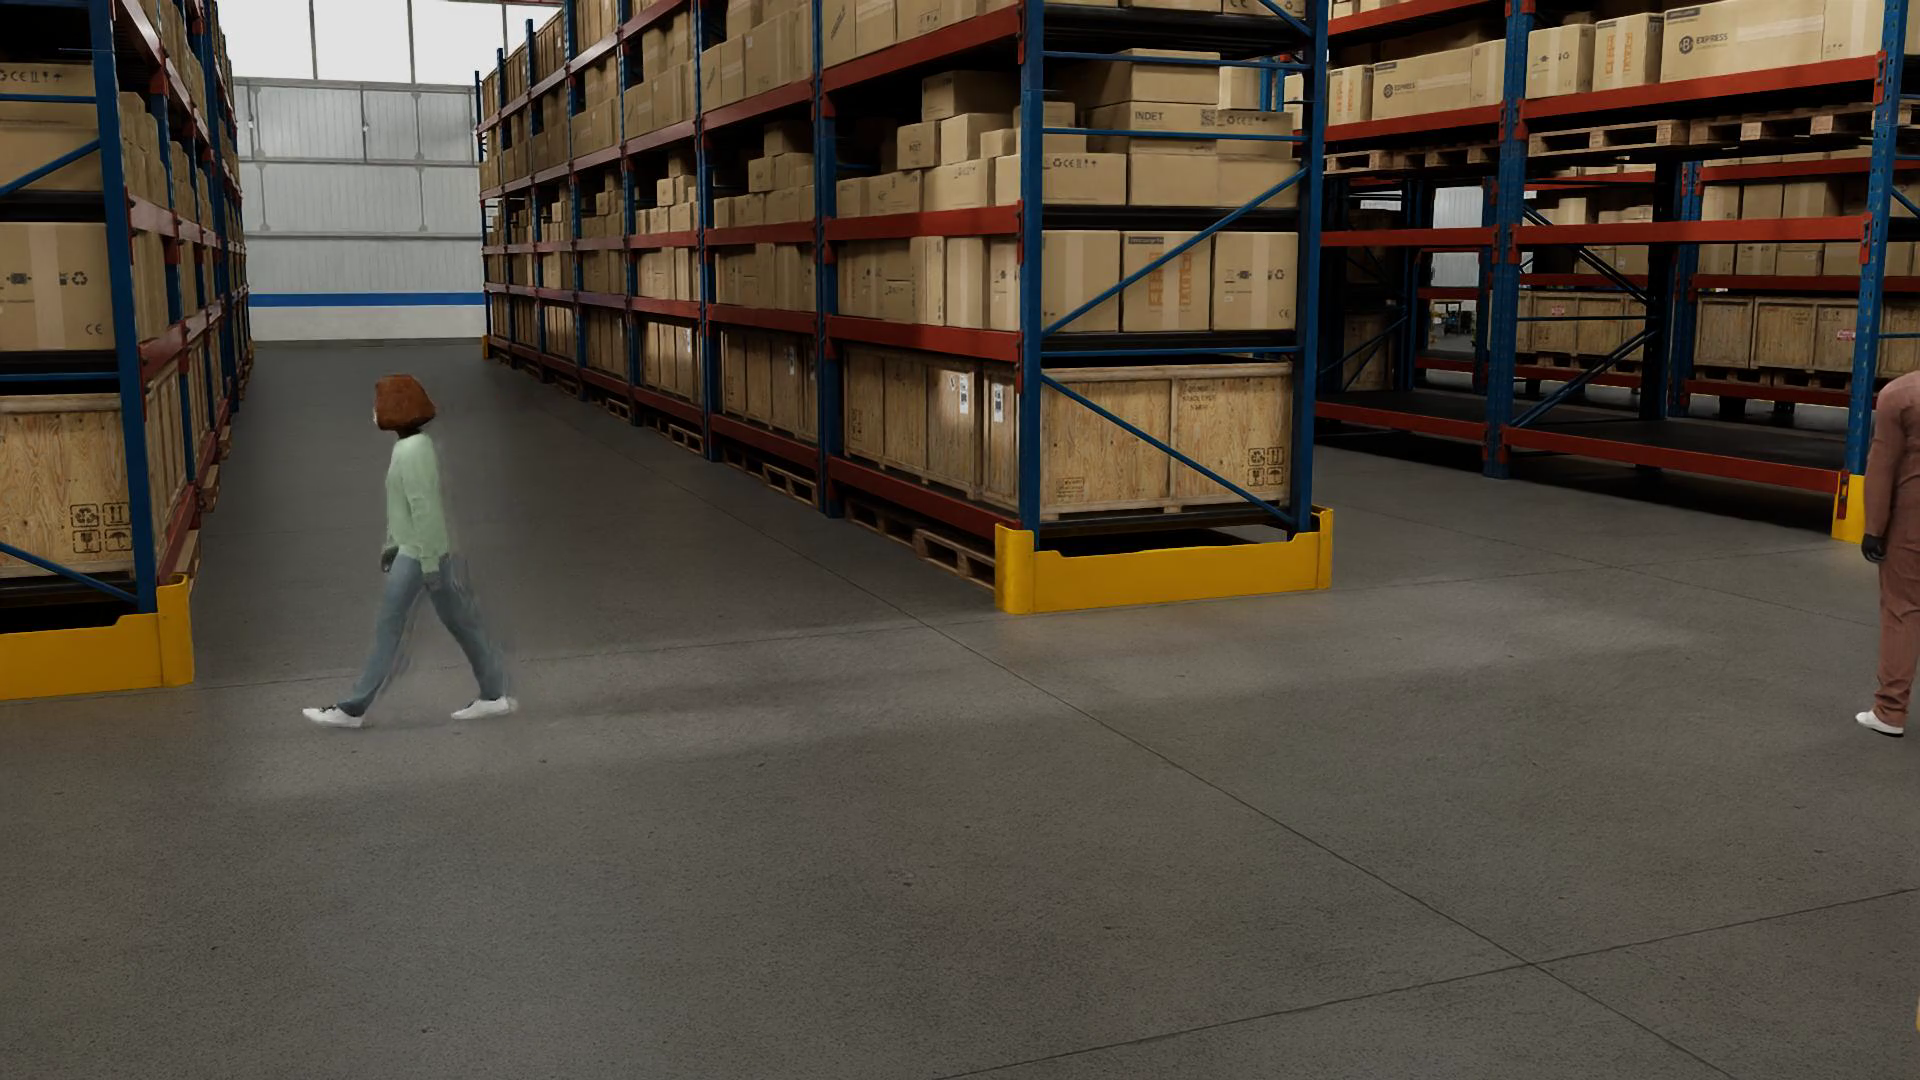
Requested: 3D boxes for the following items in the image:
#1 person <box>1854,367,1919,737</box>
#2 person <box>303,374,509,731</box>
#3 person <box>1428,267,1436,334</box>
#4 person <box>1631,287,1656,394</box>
[{"bbox_3d":[4.268,-0.078,7.279,0.644,1.899,0.396,1,10,4],"label":"person"},{"bbox_3d":[-2.455,0.058,7.383,0.880,1.579,0.512,-2,10,-13],"label":"person"},{"bbox_3d":[10.456,-5.164,37.471,0.466,1.980,0.637,9,13,43],"label":"person"},{"bbox_3d":[10.853,-3.178,26.227,0.523,1.770,0.315,-3,10,-15],"label":"person"}]
